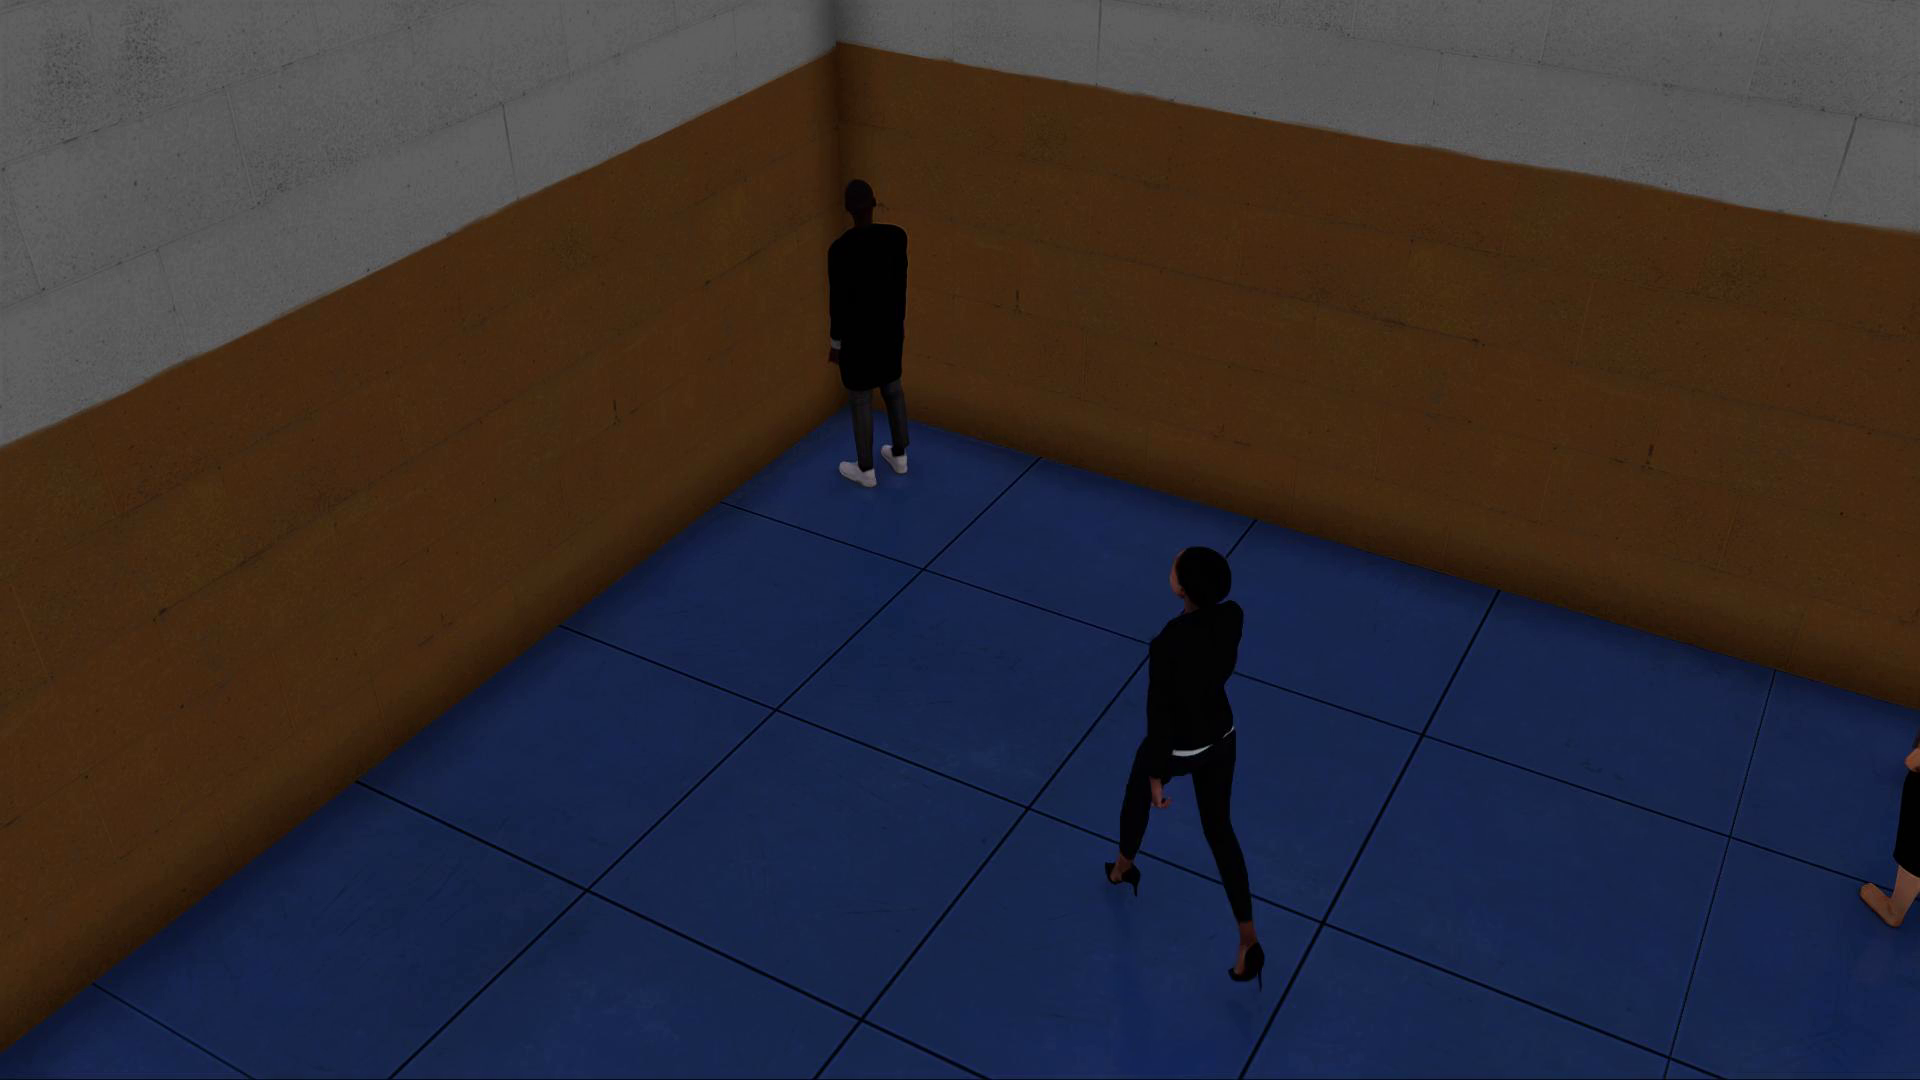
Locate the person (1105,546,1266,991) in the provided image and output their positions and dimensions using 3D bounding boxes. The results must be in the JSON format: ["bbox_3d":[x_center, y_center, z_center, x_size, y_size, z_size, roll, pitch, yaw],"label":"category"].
[{"bbox_3d":[0.900,0.850,6.063,1.155,1.789,1.057,-17,37,-24],"label":"person"}]

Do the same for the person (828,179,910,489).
[{"bbox_3d":[-0.484,-1.113,9.039,0.649,1.761,0.782,-21,39,-28],"label":"person"}]
